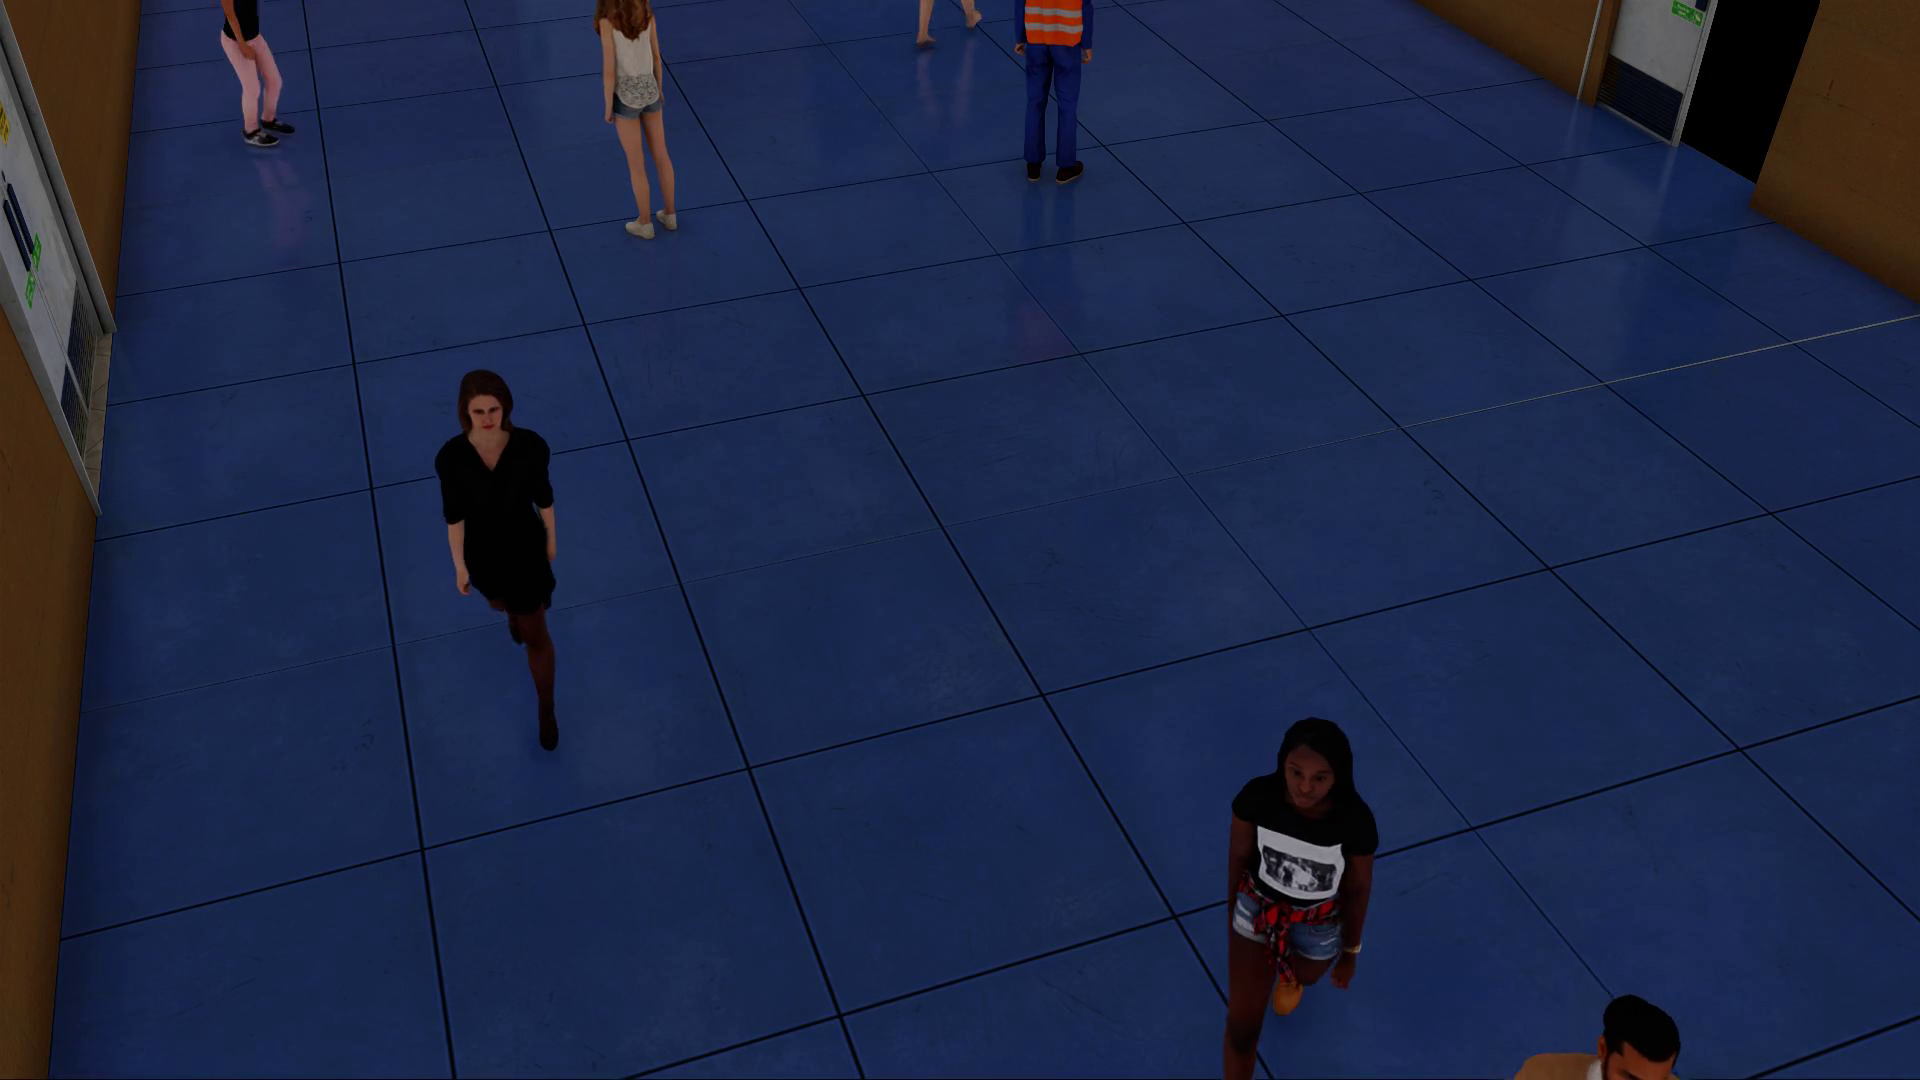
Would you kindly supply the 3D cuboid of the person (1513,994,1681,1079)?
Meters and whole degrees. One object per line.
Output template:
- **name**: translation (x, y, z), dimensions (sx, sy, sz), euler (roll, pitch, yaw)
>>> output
- **person**: translation (1.597, 1.760, 4.470), dimensions (0.962, 1.739, 0.967), euler (7, 37, 9)

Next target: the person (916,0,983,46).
- **person**: translation (-0.152, -4.720, 13.216), dimensions (1.010, 1.605, 1.118), euler (19, 41, 24)

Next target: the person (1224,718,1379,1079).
- **person**: translation (1.066, 1.176, 5.292), dimensions (1.176, 1.687, 1.132), euler (9, 38, 12)

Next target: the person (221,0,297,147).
- **person**: translation (-5.045, -3.495, 11.648), dimensions (0.731, 1.529, 0.673), euler (0, 37, 0)

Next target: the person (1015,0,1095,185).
- **person**: translation (0.625, -3.317, 11.132), dimensions (0.763, 1.862, 0.853), euler (11, 38, 14)

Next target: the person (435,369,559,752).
- **person**: translation (-1.884, 0.013, 6.847), dimensions (1.040, 1.664, 0.748), euler (-7, 37, -9)

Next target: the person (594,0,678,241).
- **person**: translation (-2.021, -2.750, 10.463), dimensions (0.567, 1.759, 0.701), euler (-27, 45, -31)
